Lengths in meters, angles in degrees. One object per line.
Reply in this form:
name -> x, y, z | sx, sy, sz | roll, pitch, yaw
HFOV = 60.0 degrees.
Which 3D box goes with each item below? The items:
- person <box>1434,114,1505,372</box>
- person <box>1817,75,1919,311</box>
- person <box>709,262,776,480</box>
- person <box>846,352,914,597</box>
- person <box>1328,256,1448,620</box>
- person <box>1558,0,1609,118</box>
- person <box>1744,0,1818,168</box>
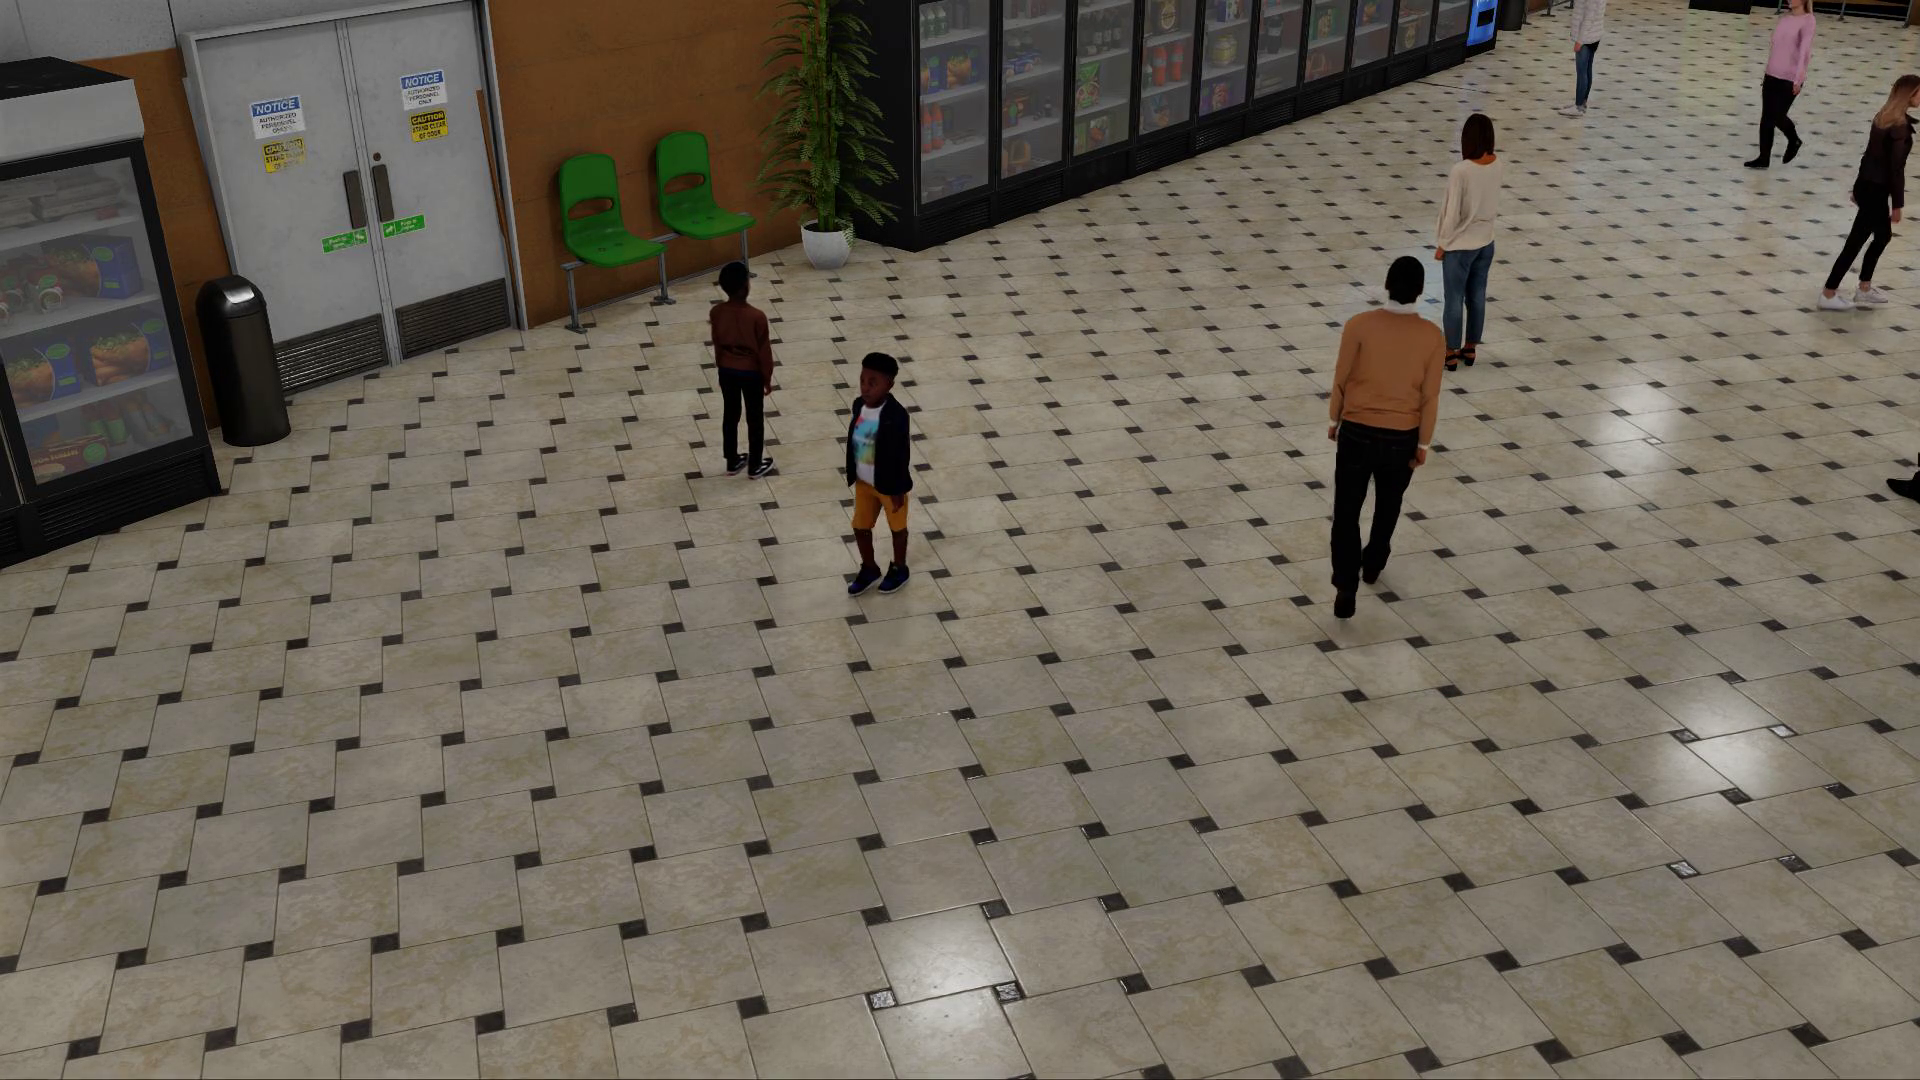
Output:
person -> 3.302, -1.921, 10.793 | 0.683, 1.680, 0.665 | -14, 30, -26
person -> 6.401, -2.446, 11.823 | 0.879, 1.684, 0.806 | 5, 27, 9
person -> -1.236, -0.953, 9.357 | 0.511, 1.253, 0.632 | 9, 28, 16
person -> -0.339, -0.340, 8.141 | 0.525, 1.260, 0.604 | 15, 31, 28
person -> 1.968, -0.467, 7.860 | 1.134, 1.741, 1.059 | 5, 27, 9
person -> 6.637, -5.330, 17.561 | 0.582, 1.638, 0.640 | 16, 31, 29
person -> 7.747, -4.302, 15.491 | 0.856, 1.677, 0.826 | -9, 28, -17
